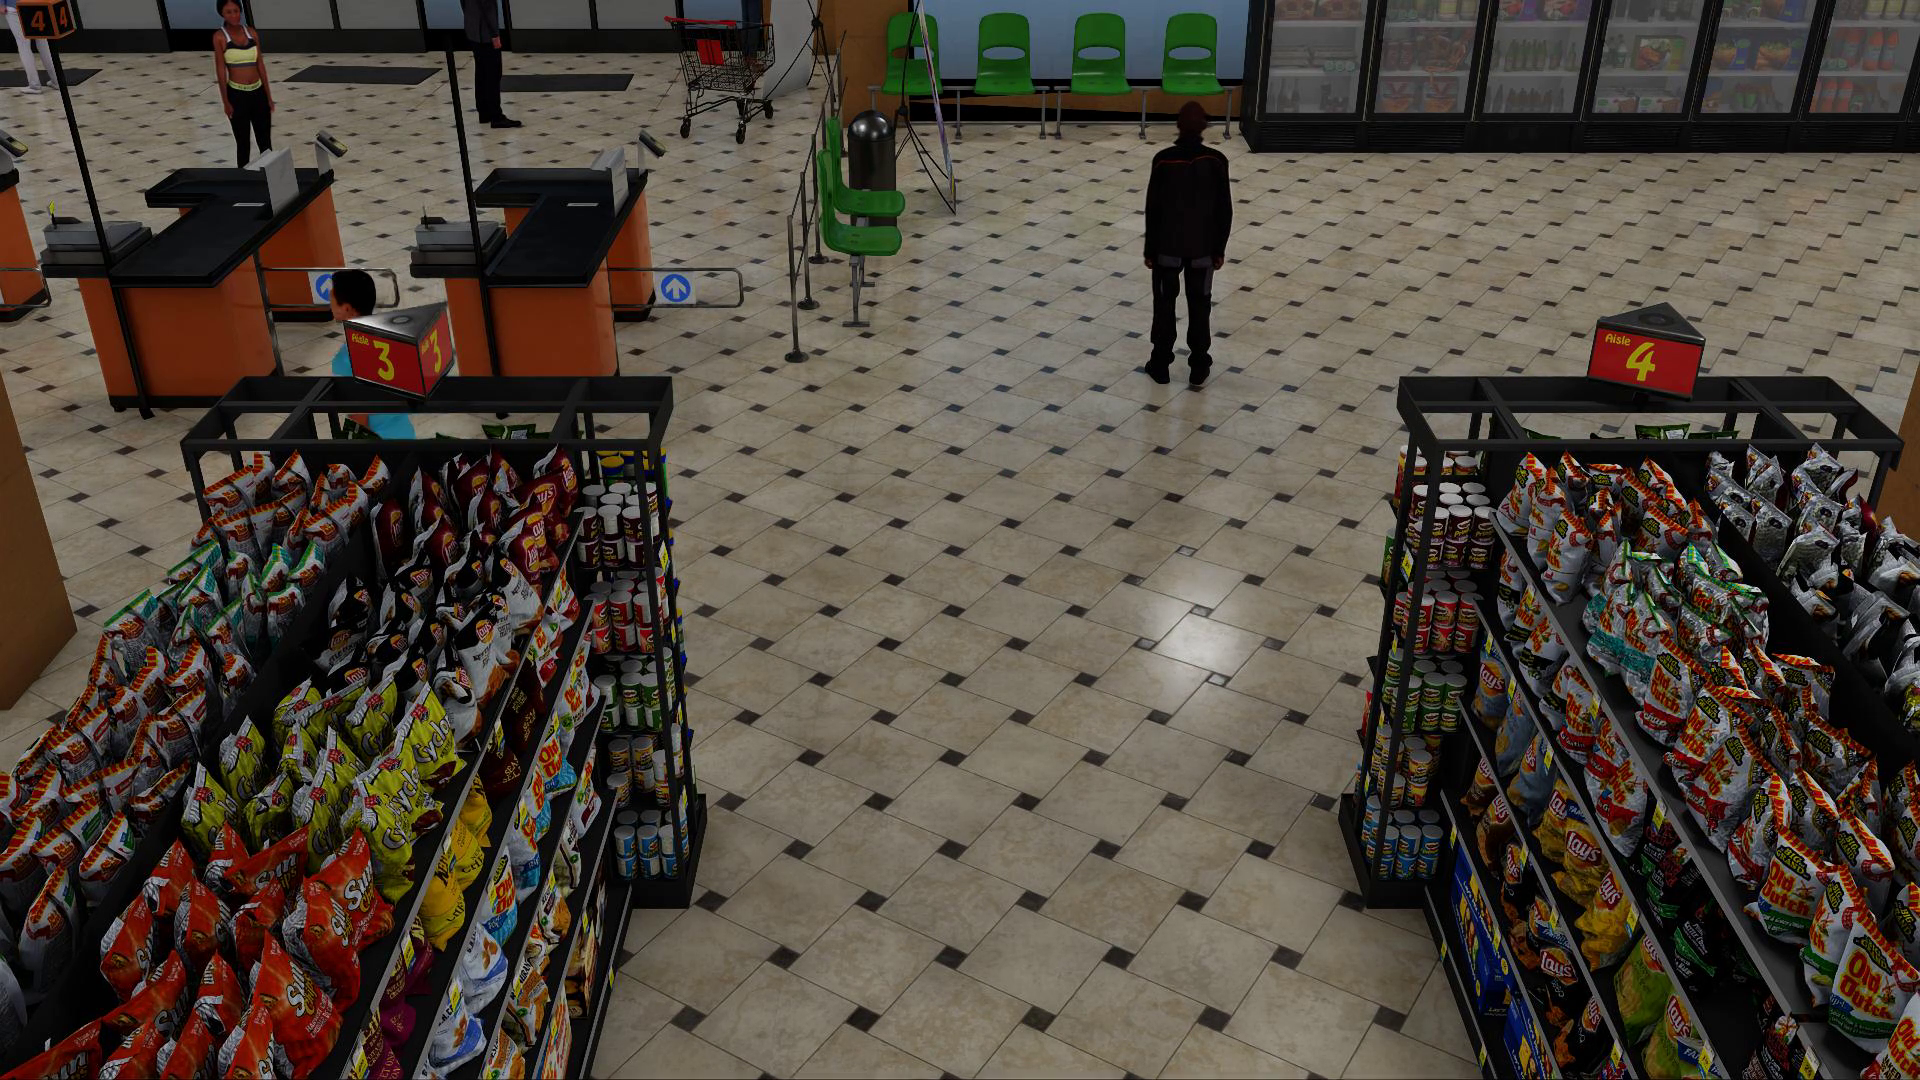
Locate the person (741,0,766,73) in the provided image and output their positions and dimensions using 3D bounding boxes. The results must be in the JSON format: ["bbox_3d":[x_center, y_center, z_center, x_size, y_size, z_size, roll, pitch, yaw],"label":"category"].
[{"bbox_3d":[-2.327,-6.104,18.359,0.728,1.792,0.617,-15,32,-25],"label":"person"}]

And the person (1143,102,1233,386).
[{"bbox_3d":[1.428,-1.876,10.582,0.708,1.824,0.601,1,29,3],"label":"person"}]

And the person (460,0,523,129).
[{"bbox_3d":[-4.657,-4.995,16.278,0.864,1.839,0.769,-21,35,-33],"label":"person"}]

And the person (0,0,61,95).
[{"bbox_3d":[-9.847,-5.658,17.441,0.804,1.888,0.687,16,32,27],"label":"person"}]

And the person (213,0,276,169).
[{"bbox_3d":[-5.996,-3.694,13.985,0.638,1.753,0.692,-24,37,-37],"label":"person"}]

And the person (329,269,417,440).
[{"bbox_3d":[-2.692,-0.421,7.985,0.808,1.758,0.808,6,29,11],"label":"person"}]
